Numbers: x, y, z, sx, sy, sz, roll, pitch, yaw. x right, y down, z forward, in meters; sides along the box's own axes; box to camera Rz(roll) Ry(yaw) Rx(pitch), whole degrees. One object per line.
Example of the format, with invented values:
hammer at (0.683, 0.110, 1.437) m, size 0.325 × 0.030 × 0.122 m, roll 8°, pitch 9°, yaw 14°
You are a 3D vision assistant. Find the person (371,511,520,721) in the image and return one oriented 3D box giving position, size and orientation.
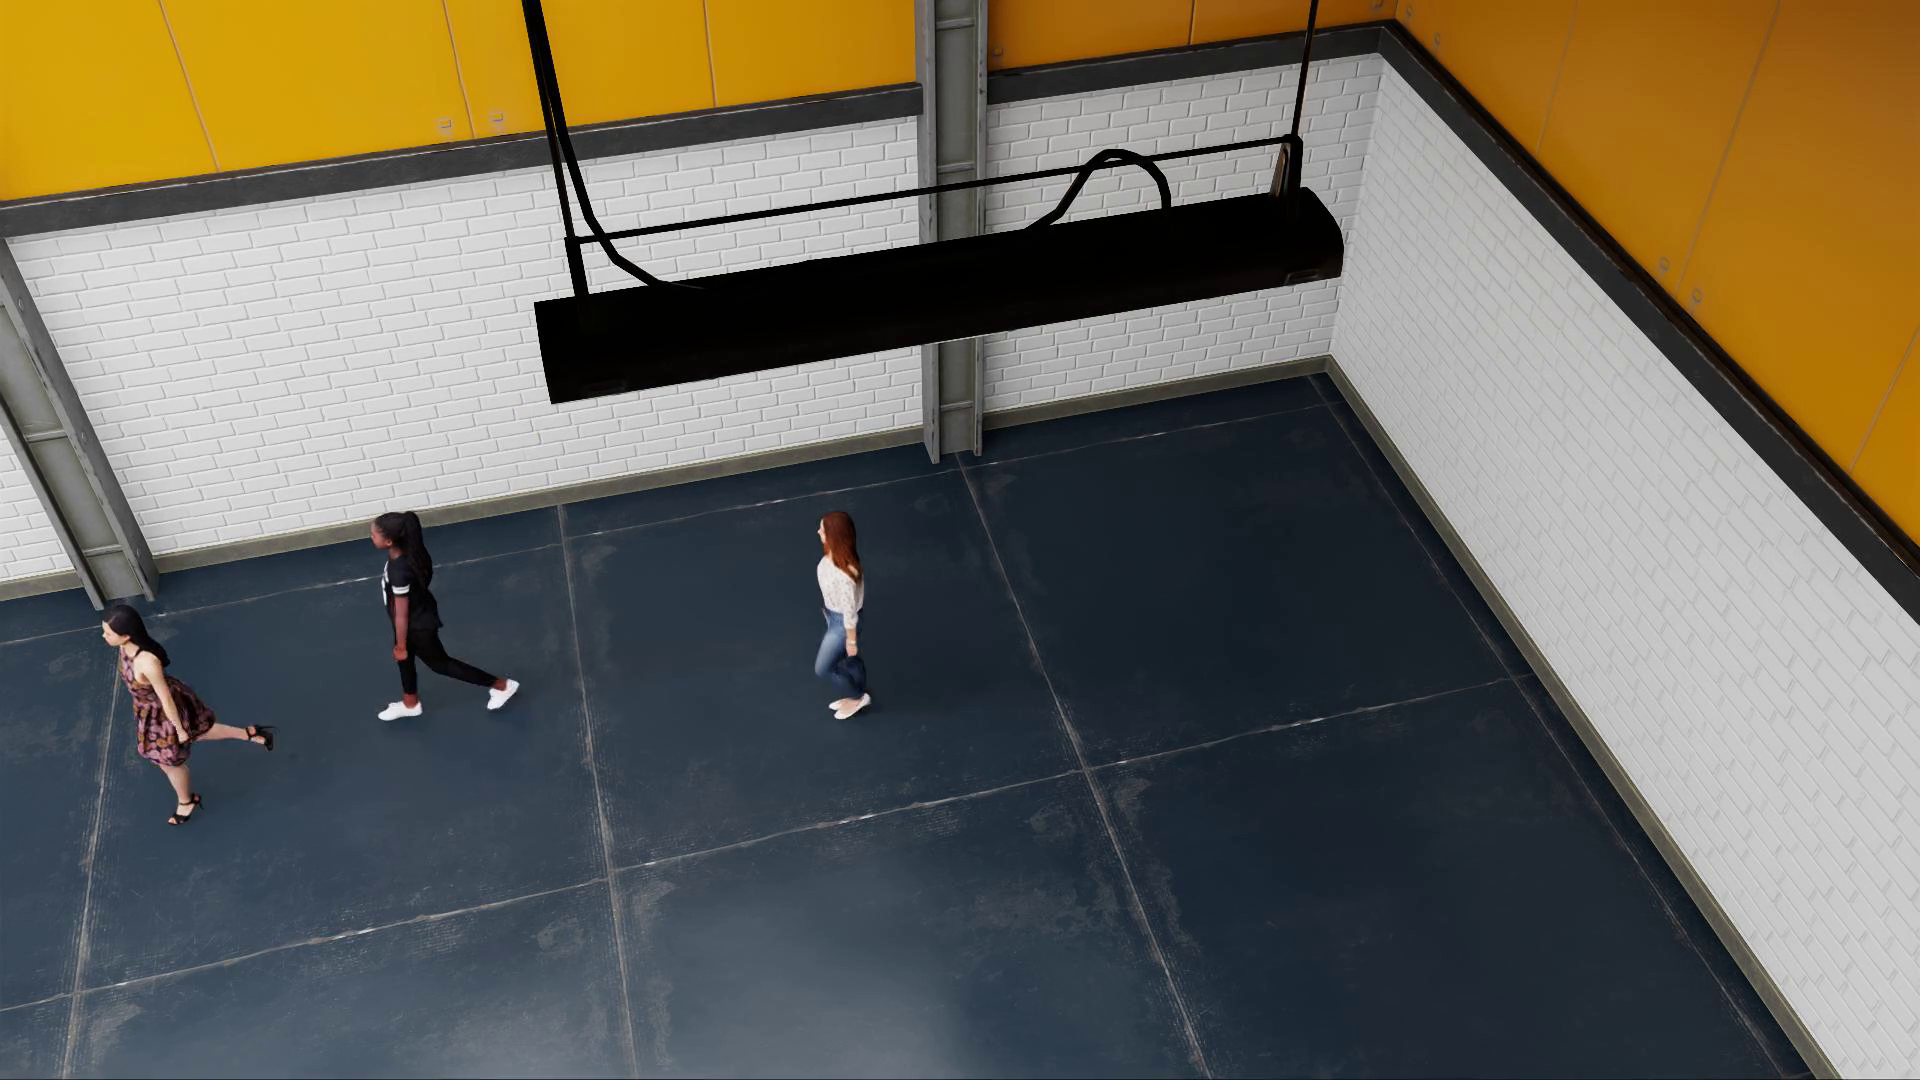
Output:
person at (-3.274, 0.512, 10.293) m, size 1.130 × 1.699 × 0.628 m, roll -12°, pitch 45°, yaw -13°

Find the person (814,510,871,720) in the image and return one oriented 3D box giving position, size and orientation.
person at (-0.641, 0.481, 10.310) m, size 0.596 × 1.719 × 0.614 m, roll -6°, pitch 44°, yaw -7°

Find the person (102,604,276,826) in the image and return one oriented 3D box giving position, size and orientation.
person at (-4.578, 0.982, 9.757) m, size 1.086 × 1.758 × 0.889 m, roll -32°, pitch 52°, yaw -29°
